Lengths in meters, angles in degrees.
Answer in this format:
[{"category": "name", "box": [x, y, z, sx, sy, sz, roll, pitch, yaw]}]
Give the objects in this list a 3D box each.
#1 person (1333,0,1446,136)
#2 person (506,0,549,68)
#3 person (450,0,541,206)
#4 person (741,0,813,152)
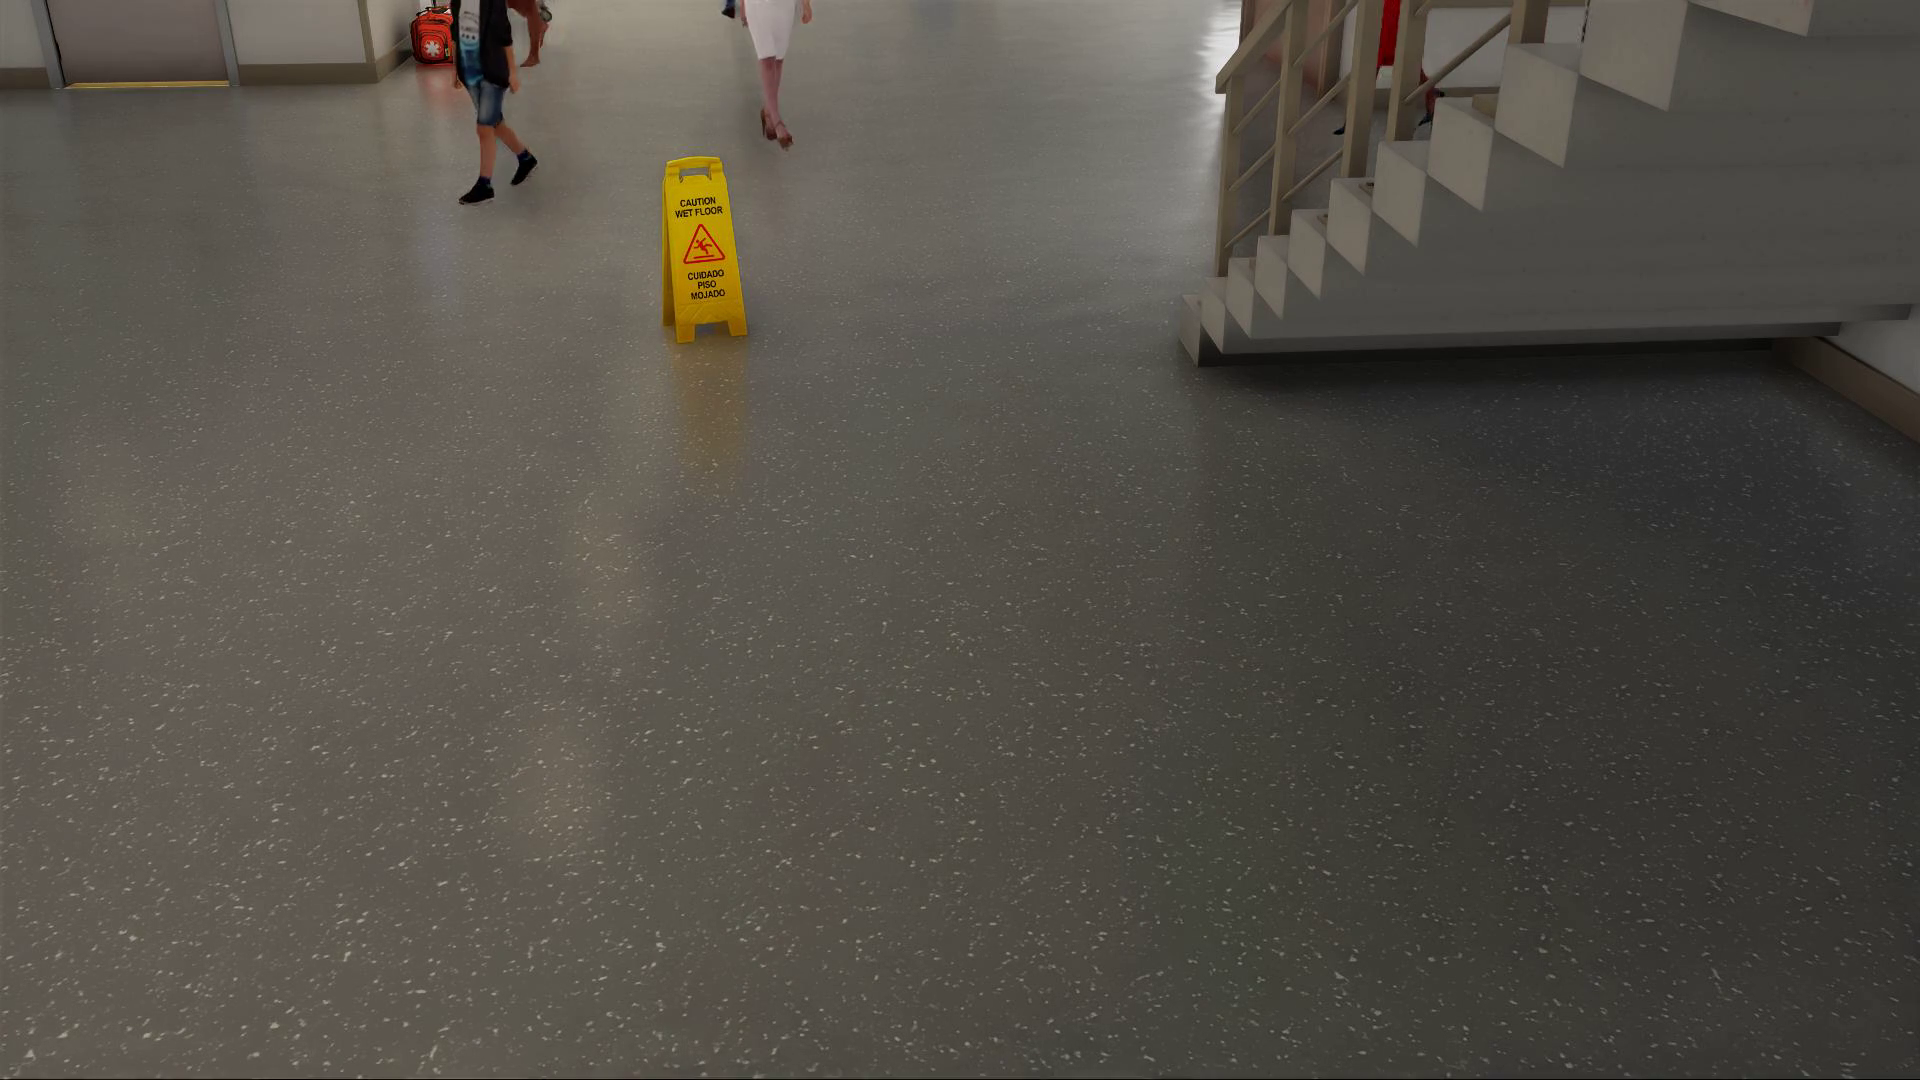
[{"category": "person", "box": [2.944, -3.508, 10.913, 0.660, 1.704, 0.992, -2, 26, -5]}, {"category": "person", "box": [-3.491, -4.743, 13.420, 0.749, 1.751, 0.883, 7, 27, 15]}, {"category": "person", "box": [-2.664, -2.669, 9.506, 0.885, 1.415, 1.043, 14, 29, 26]}, {"category": "person", "box": [-1.218, -3.394, 10.613, 0.782, 1.759, 1.099, -10, 28, -20]}]
